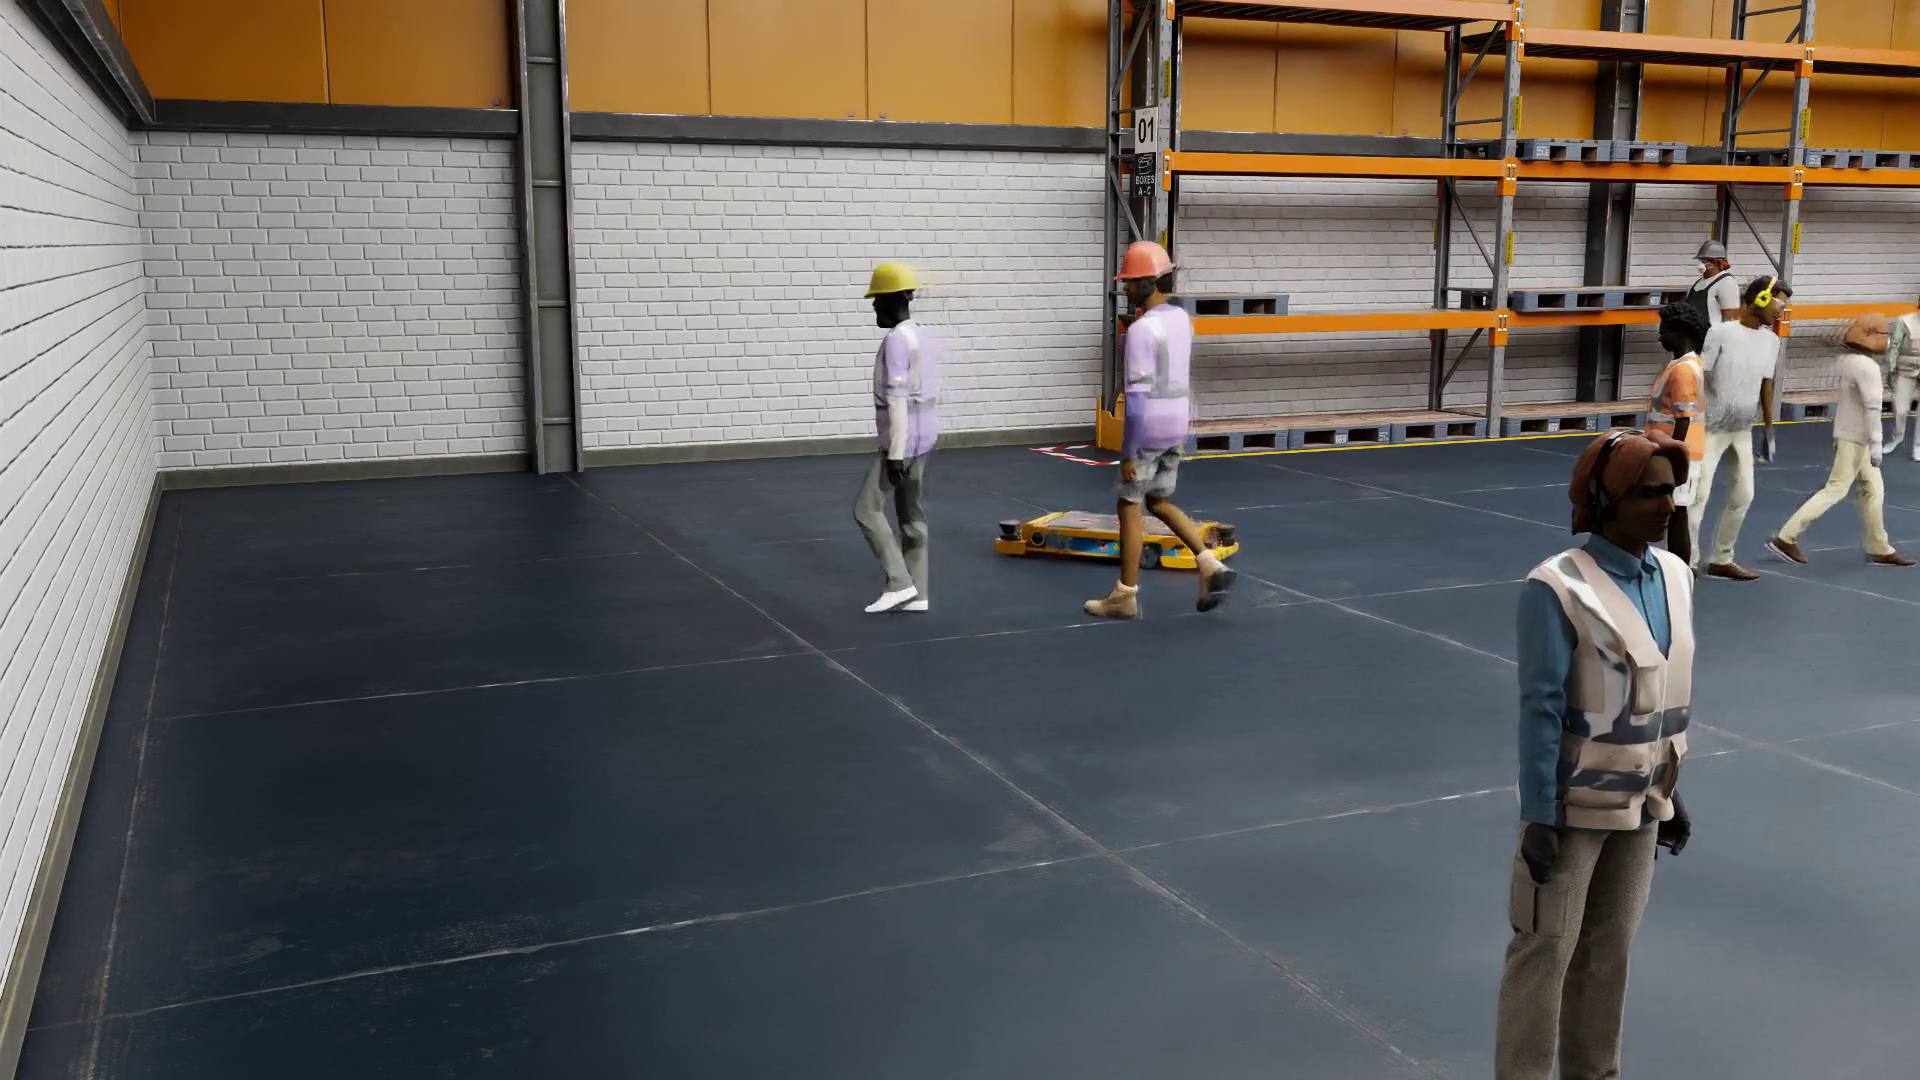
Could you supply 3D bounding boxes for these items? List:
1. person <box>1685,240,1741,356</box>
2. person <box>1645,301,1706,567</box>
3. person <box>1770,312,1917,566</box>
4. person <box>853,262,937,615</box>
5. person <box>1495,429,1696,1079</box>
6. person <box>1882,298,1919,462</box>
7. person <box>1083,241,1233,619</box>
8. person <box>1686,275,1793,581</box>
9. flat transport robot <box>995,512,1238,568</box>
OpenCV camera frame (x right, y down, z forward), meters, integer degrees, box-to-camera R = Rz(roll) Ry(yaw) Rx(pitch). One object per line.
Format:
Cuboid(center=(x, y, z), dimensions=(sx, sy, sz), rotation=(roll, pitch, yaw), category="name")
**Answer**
Cuboid(center=(7.697, -2.072, 17.202), dimensions=(0.536, 2.000, 0.681), rotation=(0, 10, -2), category="person")
Cuboid(center=(3.962, -0.469, 9.234), dimensions=(0.318, 1.696, 0.532), rotation=(4, 11, 21), category="person")
Cuboid(center=(5.547, -0.621, 10.364), dimensions=(0.842, 1.595, 0.514), rotation=(3, 11, 16), category="person")
Cuboid(center=(-0.367, -0.532, 8.975), dimensions=(0.477, 1.909, 0.629), rotation=(2, 10, 13), category="person")
Cuboid(center=(1.367, 0.577, 3.557), dimensions=(0.514, 1.642, 0.310), rotation=(-7, 12, -33), category="person")
Cuboid(center=(8.905, -1.543, 15.444), dimensions=(0.536, 1.610, 0.554), rotation=(5, 11, 25), category="person")
Cuboid(center=(1.053, -0.560, 8.814), dimensions=(0.730, 2.026, 0.660), rotation=(7, 12, 33), category="person")
Cuboid(center=(4.470, -0.630, 9.781), dimensions=(0.676, 1.832, 0.338), rotation=(-2, 10, -10), category="person")
Cuboid(center=(1.005, -0.016, 10.681), dimensions=(1.431, 0.197, 0.652), rotation=(5, 11, 25), category="flat transport robot")
